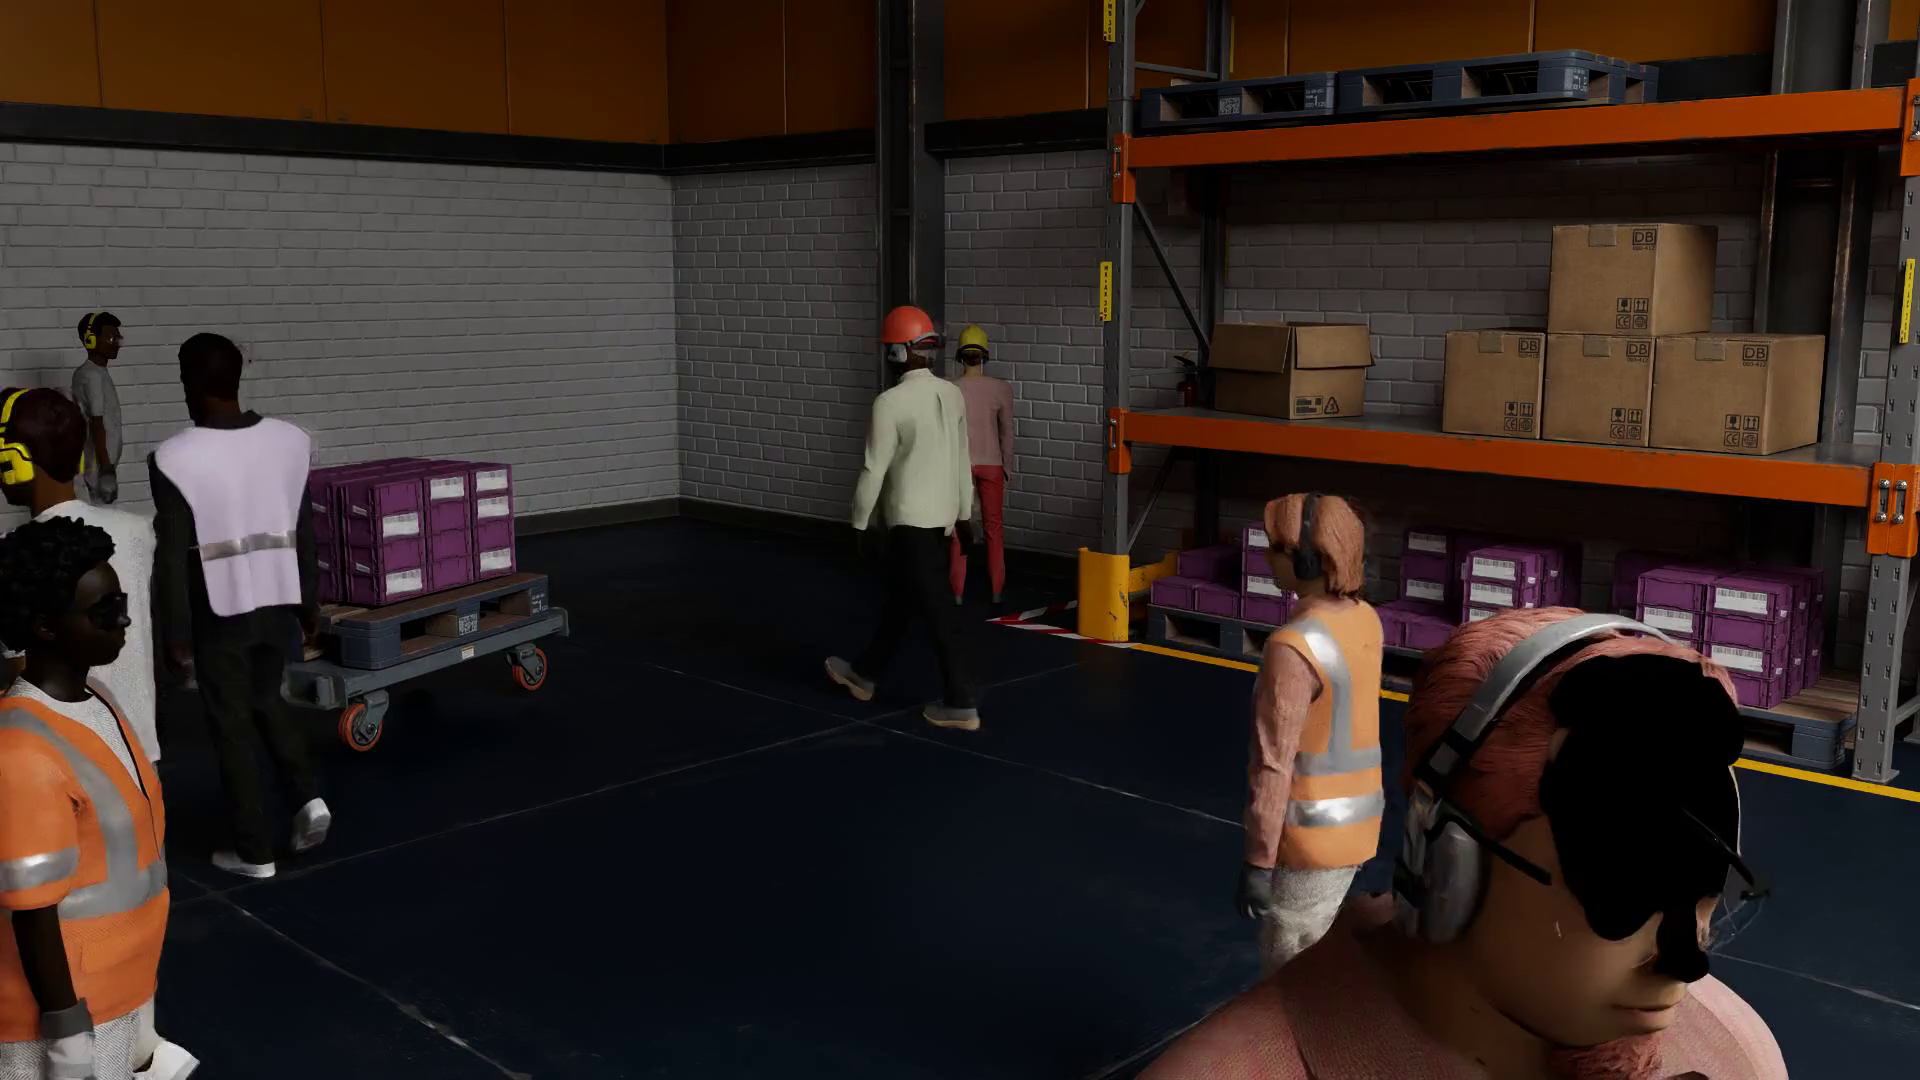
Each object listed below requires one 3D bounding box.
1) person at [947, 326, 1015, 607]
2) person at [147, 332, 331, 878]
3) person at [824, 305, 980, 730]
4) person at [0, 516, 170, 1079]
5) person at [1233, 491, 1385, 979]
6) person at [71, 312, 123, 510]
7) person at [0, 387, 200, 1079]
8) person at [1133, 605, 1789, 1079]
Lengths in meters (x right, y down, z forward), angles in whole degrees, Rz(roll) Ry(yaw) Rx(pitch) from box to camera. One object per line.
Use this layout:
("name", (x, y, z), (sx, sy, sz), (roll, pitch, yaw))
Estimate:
("person", (0.082, -0.454, 10.436), (0.524, 1.769, 0.309), (-1, 9, -8))
("person", (-2.497, 0.239, 5.758), (0.448, 1.903, 0.611), (6, 11, 31))
("person", (-0.288, -0.114, 7.796), (1.005, 1.939, 0.649), (6, 11, 33))
("person", (-1.565, 0.800, 2.953), (0.322, 1.697, 0.532), (-3, 10, -16))
("person", (0.805, 0.698, 3.814), (0.378, 1.627, 0.520), (5, 11, 28))
("person", (-5.088, -0.416, 9.905), (0.333, 1.866, 0.515), (-5, 11, -30))
("person", (-2.072, 0.555, 4.000), (0.451, 1.848, 0.509), (3, 10, 20))
("person", (0.380, 0.983, 1.219), (0.638, 1.902, 0.407), (-5, 10, -27))
